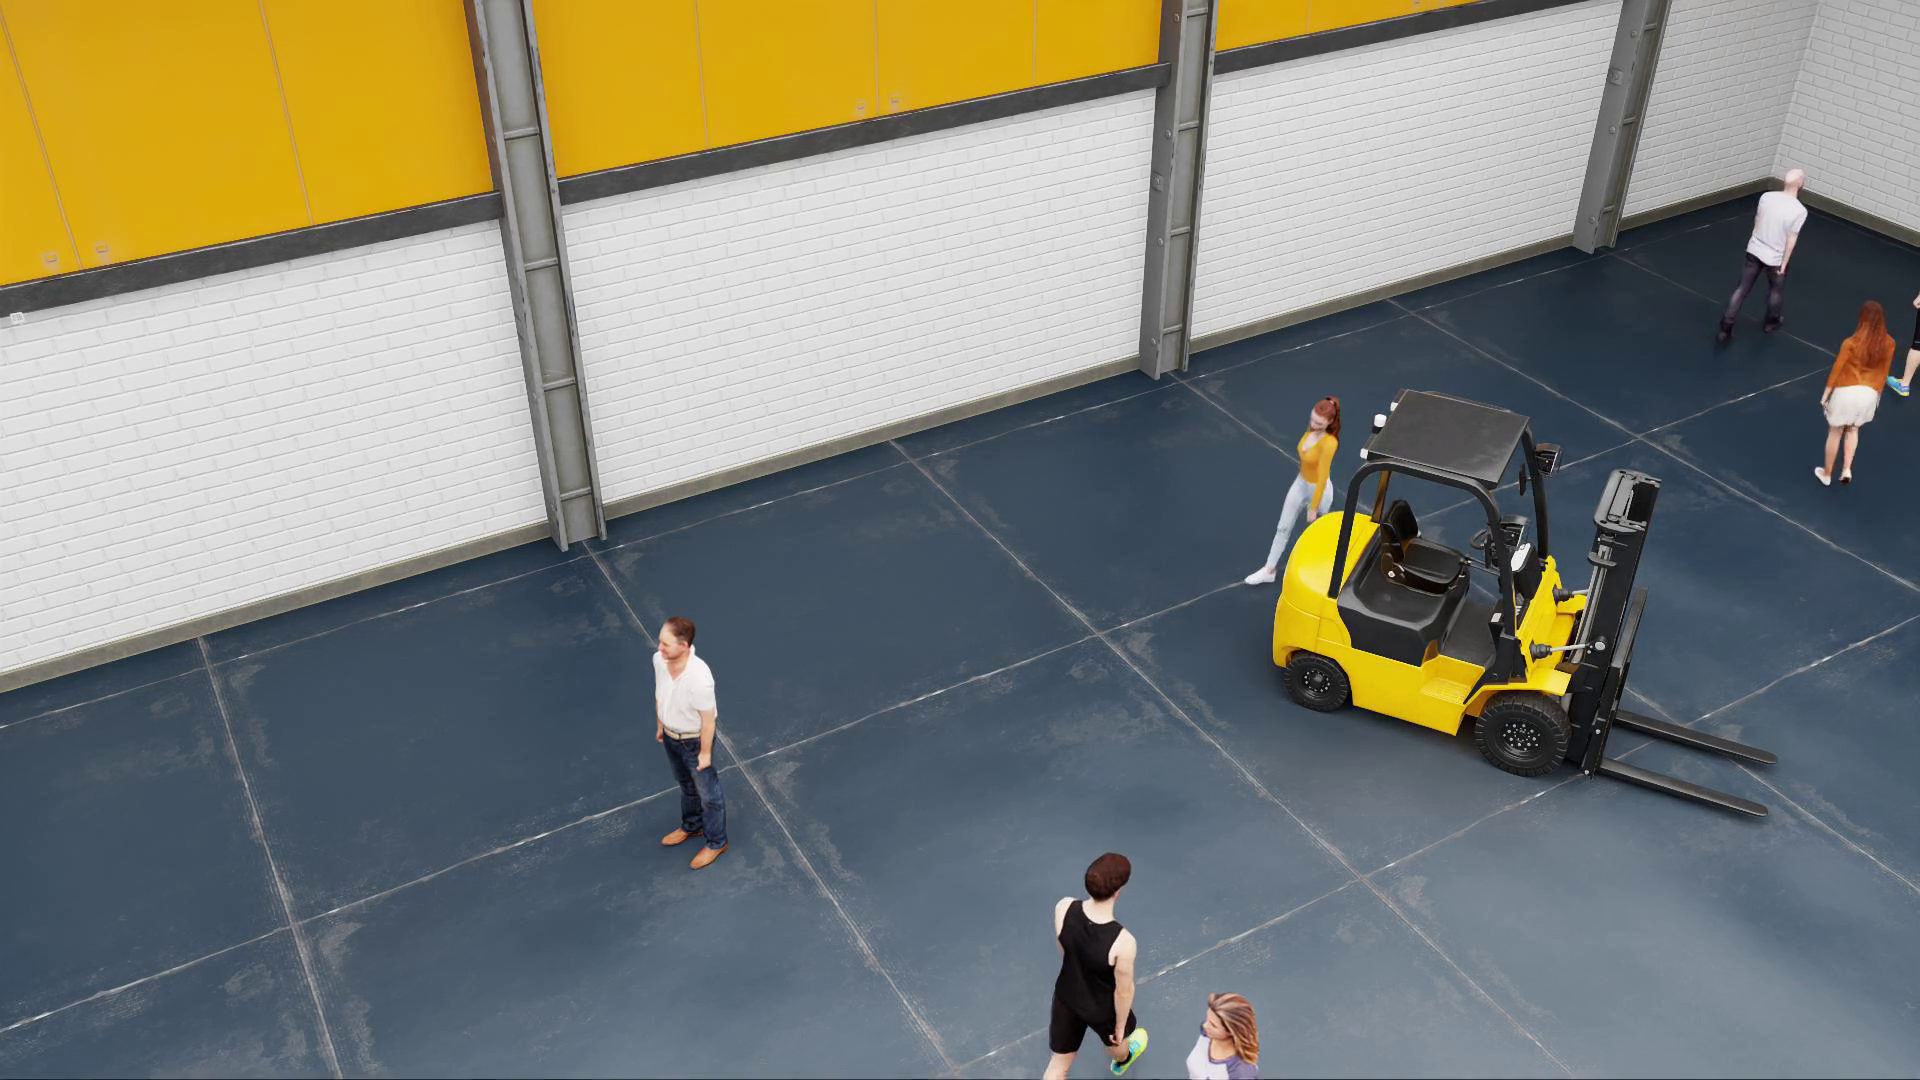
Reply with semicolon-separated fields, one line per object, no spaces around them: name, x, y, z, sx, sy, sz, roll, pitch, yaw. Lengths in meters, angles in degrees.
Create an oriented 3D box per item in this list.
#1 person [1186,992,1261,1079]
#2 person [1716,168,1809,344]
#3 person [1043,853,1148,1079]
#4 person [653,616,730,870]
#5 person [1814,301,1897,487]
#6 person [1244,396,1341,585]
person;1.263;2.815;8.081;0.597;1.730;0.641;-11;35;-16
person;7.904;-2.763;16.422;1.241;1.787;0.801;-23;40;-30
person;0.618;2.415;8.585;1.043;1.838;1.275;19;38;26
person;-1.671;1.219;10.369;0.720;1.856;0.668;29;43;36
person;7.612;-1.176;14.112;0.804;1.700;0.865;4;34;6
person;2.811;-0.351;12.860;1.193;1.713;0.893;-6;34;-9
